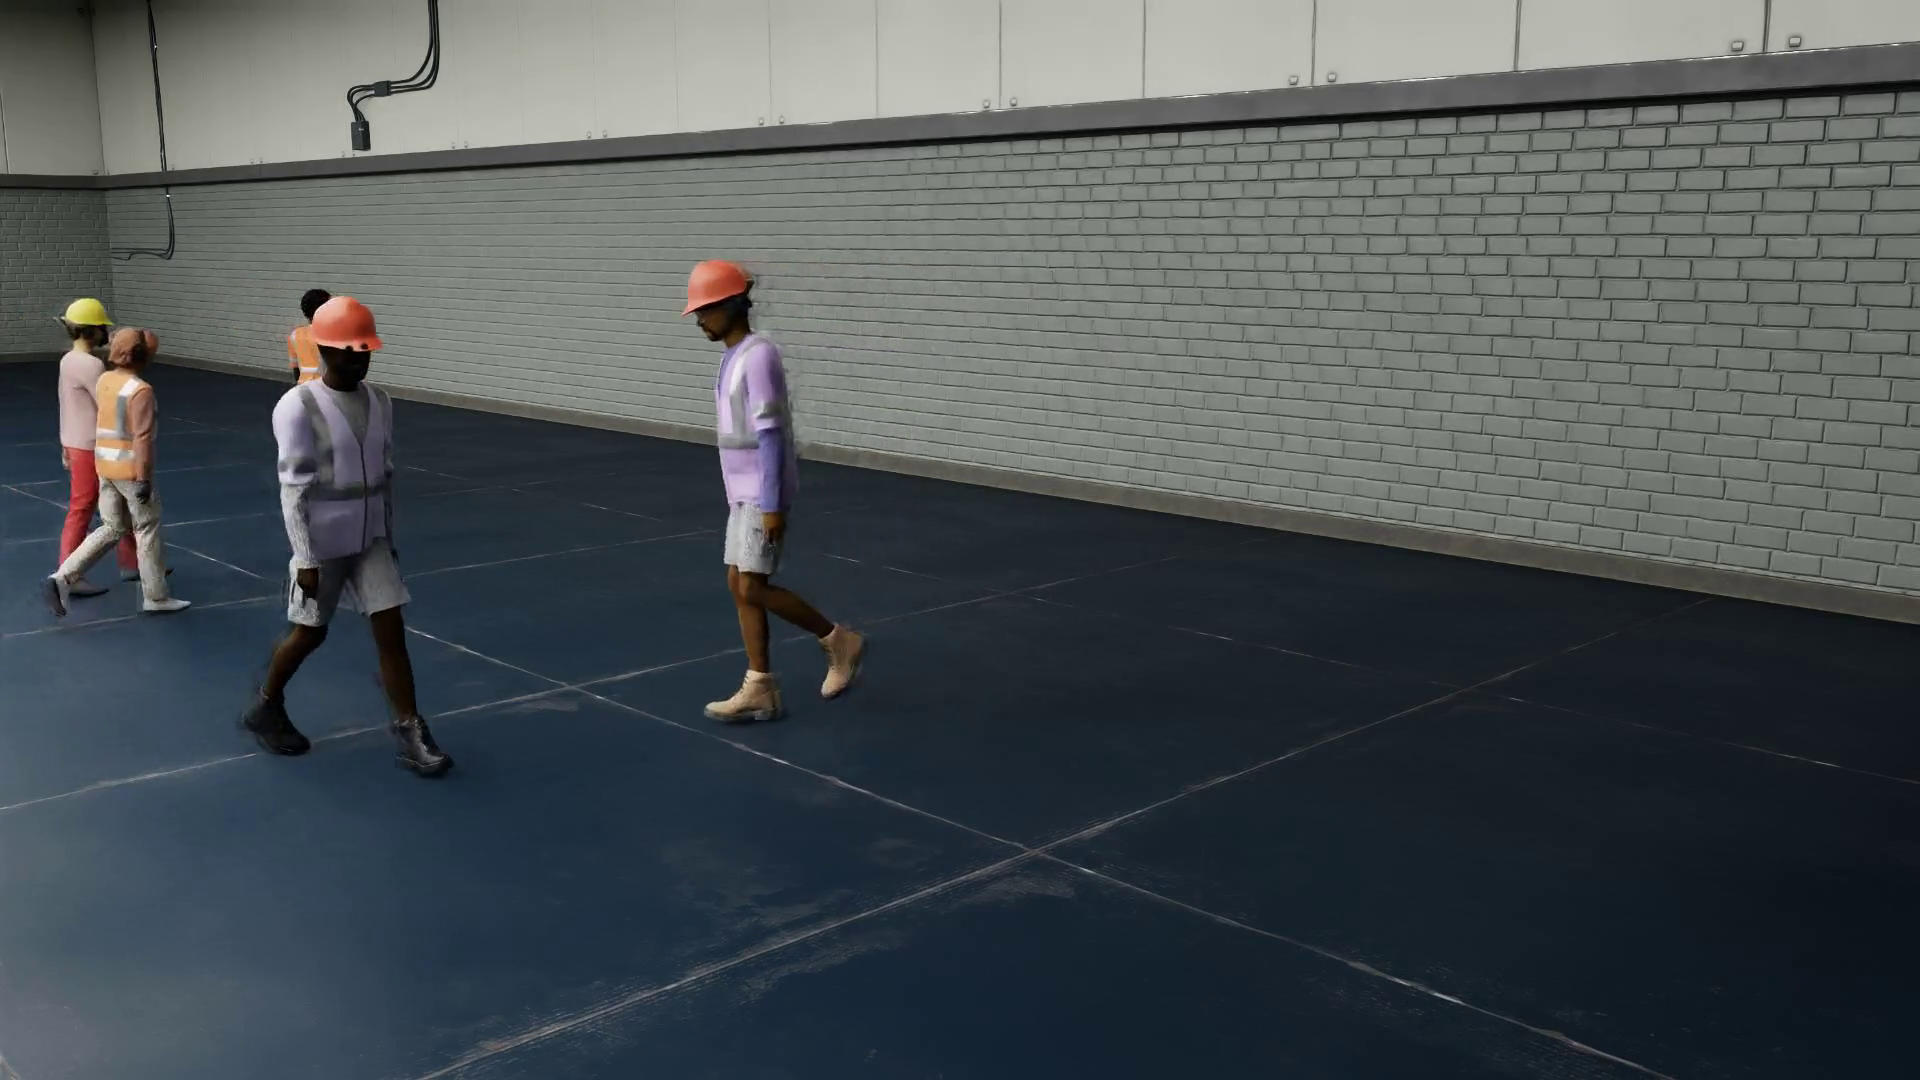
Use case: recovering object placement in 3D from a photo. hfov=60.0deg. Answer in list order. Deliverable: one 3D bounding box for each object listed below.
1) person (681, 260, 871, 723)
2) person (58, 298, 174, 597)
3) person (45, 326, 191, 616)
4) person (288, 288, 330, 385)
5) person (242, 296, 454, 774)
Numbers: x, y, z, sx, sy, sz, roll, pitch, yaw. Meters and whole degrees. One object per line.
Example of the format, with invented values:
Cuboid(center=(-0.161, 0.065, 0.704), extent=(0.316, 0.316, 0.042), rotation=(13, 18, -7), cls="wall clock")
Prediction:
Cuboid(center=(-0.823, -0.203, 7.239), extent=(0.723, 2.001, 0.677), rotation=(-4, 11, -19), cls="person")
Cuboid(center=(-5.037, -0.549, 9.862), extent=(0.793, 1.738, 0.533), rotation=(-8, 13, -39), cls="person")
Cuboid(center=(-4.647, -0.355, 9.103), extent=(0.559, 1.614, 0.677), rotation=(8, 13, 36), cls="person")
Cuboid(center=(-4.991, -1.110, 13.017), extent=(0.531, 1.698, 0.320), rotation=(5, 12, 25), cls="person")
Cuboid(center=(-2.489, -0.021, 6.597), extent=(0.983, 1.892, 0.585), rotation=(6, 12, 29), cls="person")
